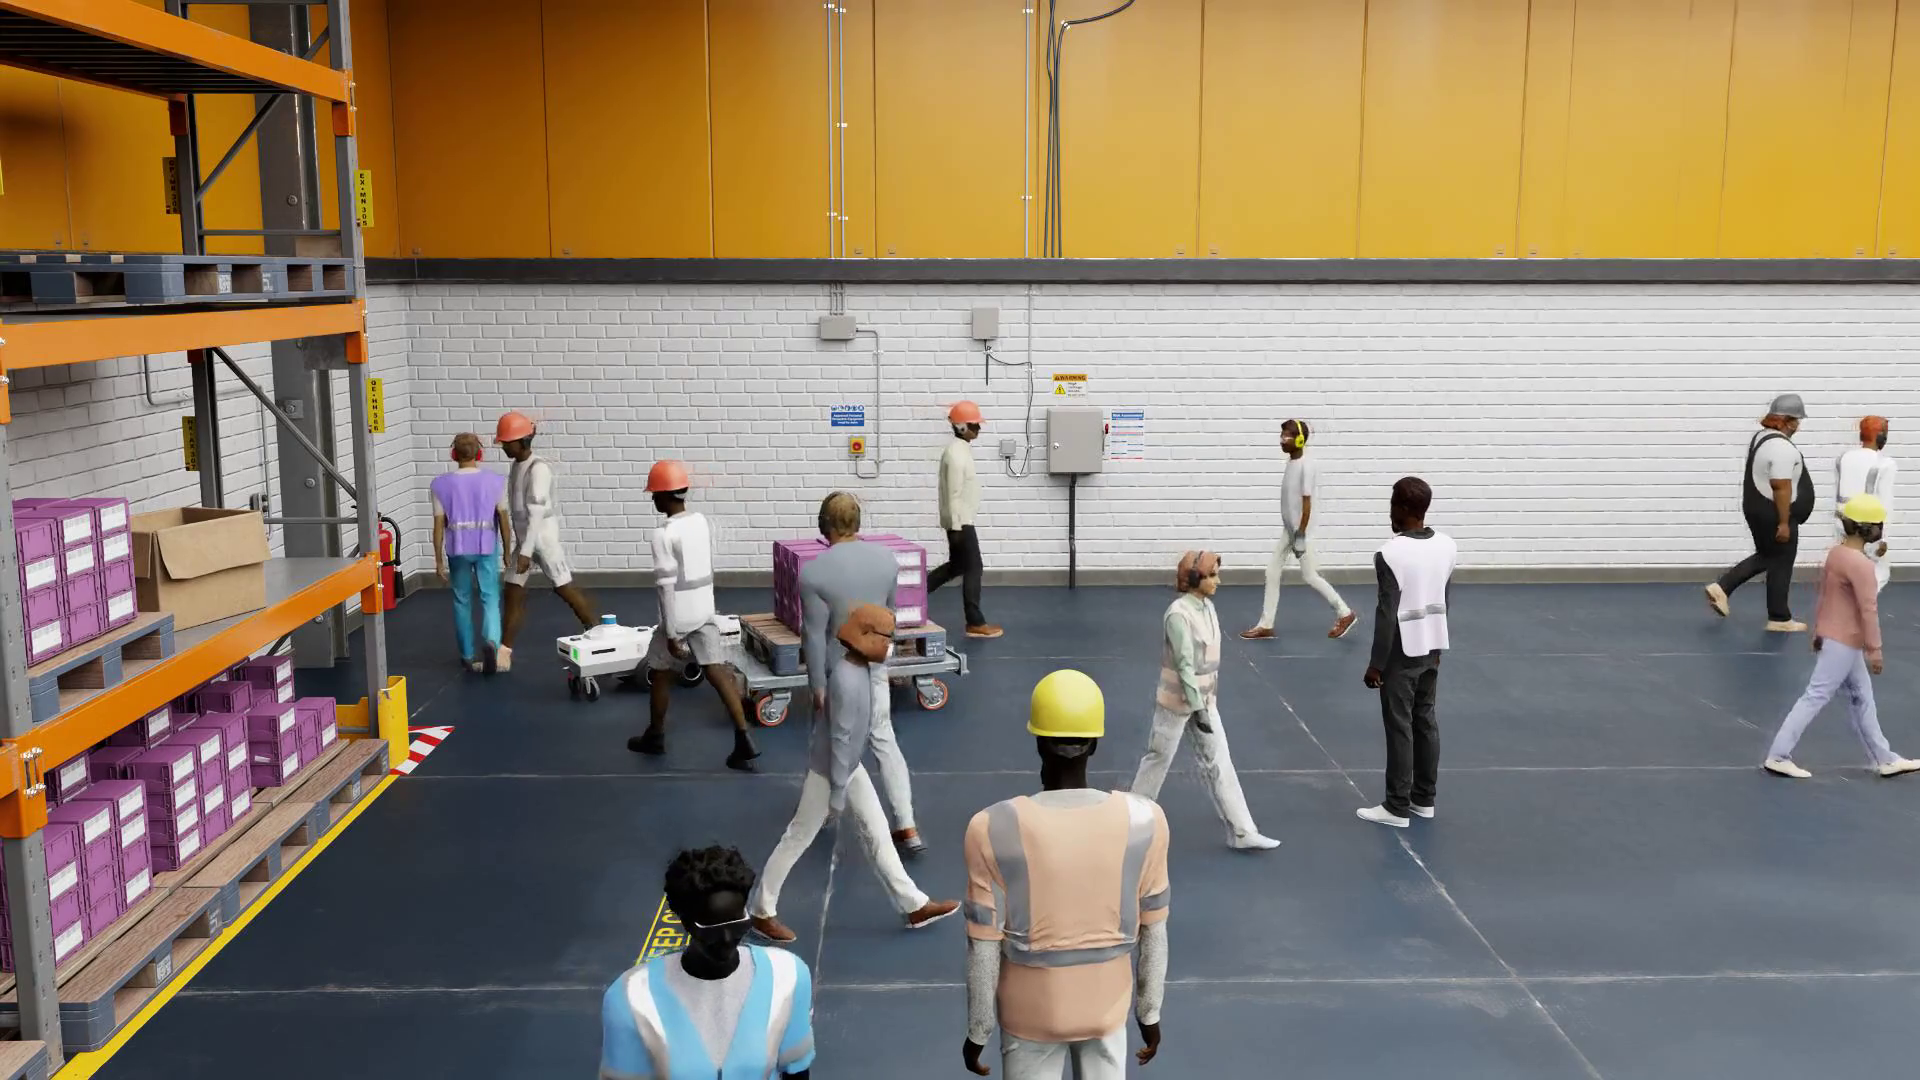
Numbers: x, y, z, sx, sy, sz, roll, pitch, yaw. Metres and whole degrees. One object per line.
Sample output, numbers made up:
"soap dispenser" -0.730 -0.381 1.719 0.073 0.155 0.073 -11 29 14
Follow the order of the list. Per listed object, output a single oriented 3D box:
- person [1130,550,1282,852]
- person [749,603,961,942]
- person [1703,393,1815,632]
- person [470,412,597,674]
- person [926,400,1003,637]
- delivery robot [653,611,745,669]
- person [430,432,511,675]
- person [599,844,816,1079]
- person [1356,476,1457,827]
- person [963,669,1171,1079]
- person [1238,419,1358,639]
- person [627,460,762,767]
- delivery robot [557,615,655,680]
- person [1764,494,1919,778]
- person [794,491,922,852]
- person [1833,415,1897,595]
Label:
"person" 1.218 0.847 8.612 0.849 1.593 0.512 6 11 34
"person" -0.502 1.046 7.509 0.986 1.541 0.513 1 9 8
"person" 6.753 -0.245 13.927 0.728 2.000 0.701 2 9 9
"person" -3.184 0.009 12.614 1.087 1.983 0.628 -8 12 -39
"person" -0.082 -0.174 13.689 0.800 1.973 0.613 0 9 -2
"delivery robot" -1.898 0.712 12.319 0.707 0.478 0.477 -7 11 -37
"person" -3.644 0.104 12.442 0.571 1.823 0.773 -3 10 -18
"person" -0.631 1.532 4.136 0.542 1.687 0.473 -3 10 -19
"person" 2.449 0.607 9.071 0.593 1.922 0.392 -7 12 -38
"person" 0.292 1.314 4.713 0.594 1.926 0.367 -2 9 -12
"person" 2.806 -0.082 13.589 0.945 1.829 0.528 -2 9 -10
"person" -1.639 0.457 10.139 1.006 1.891 0.557 7 11 35
"delivery robot" -2.508 0.779 11.906 0.707 0.478 0.477 -7 11 -35
"person" 5.260 0.586 9.801 0.931 1.715 0.541 2 9 12
"person" -0.558 0.685 8.723 0.646 1.898 1.032 -6 11 -34
"person" 7.270 -0.074 13.403 0.399 1.868 0.571 -4 10 -23
